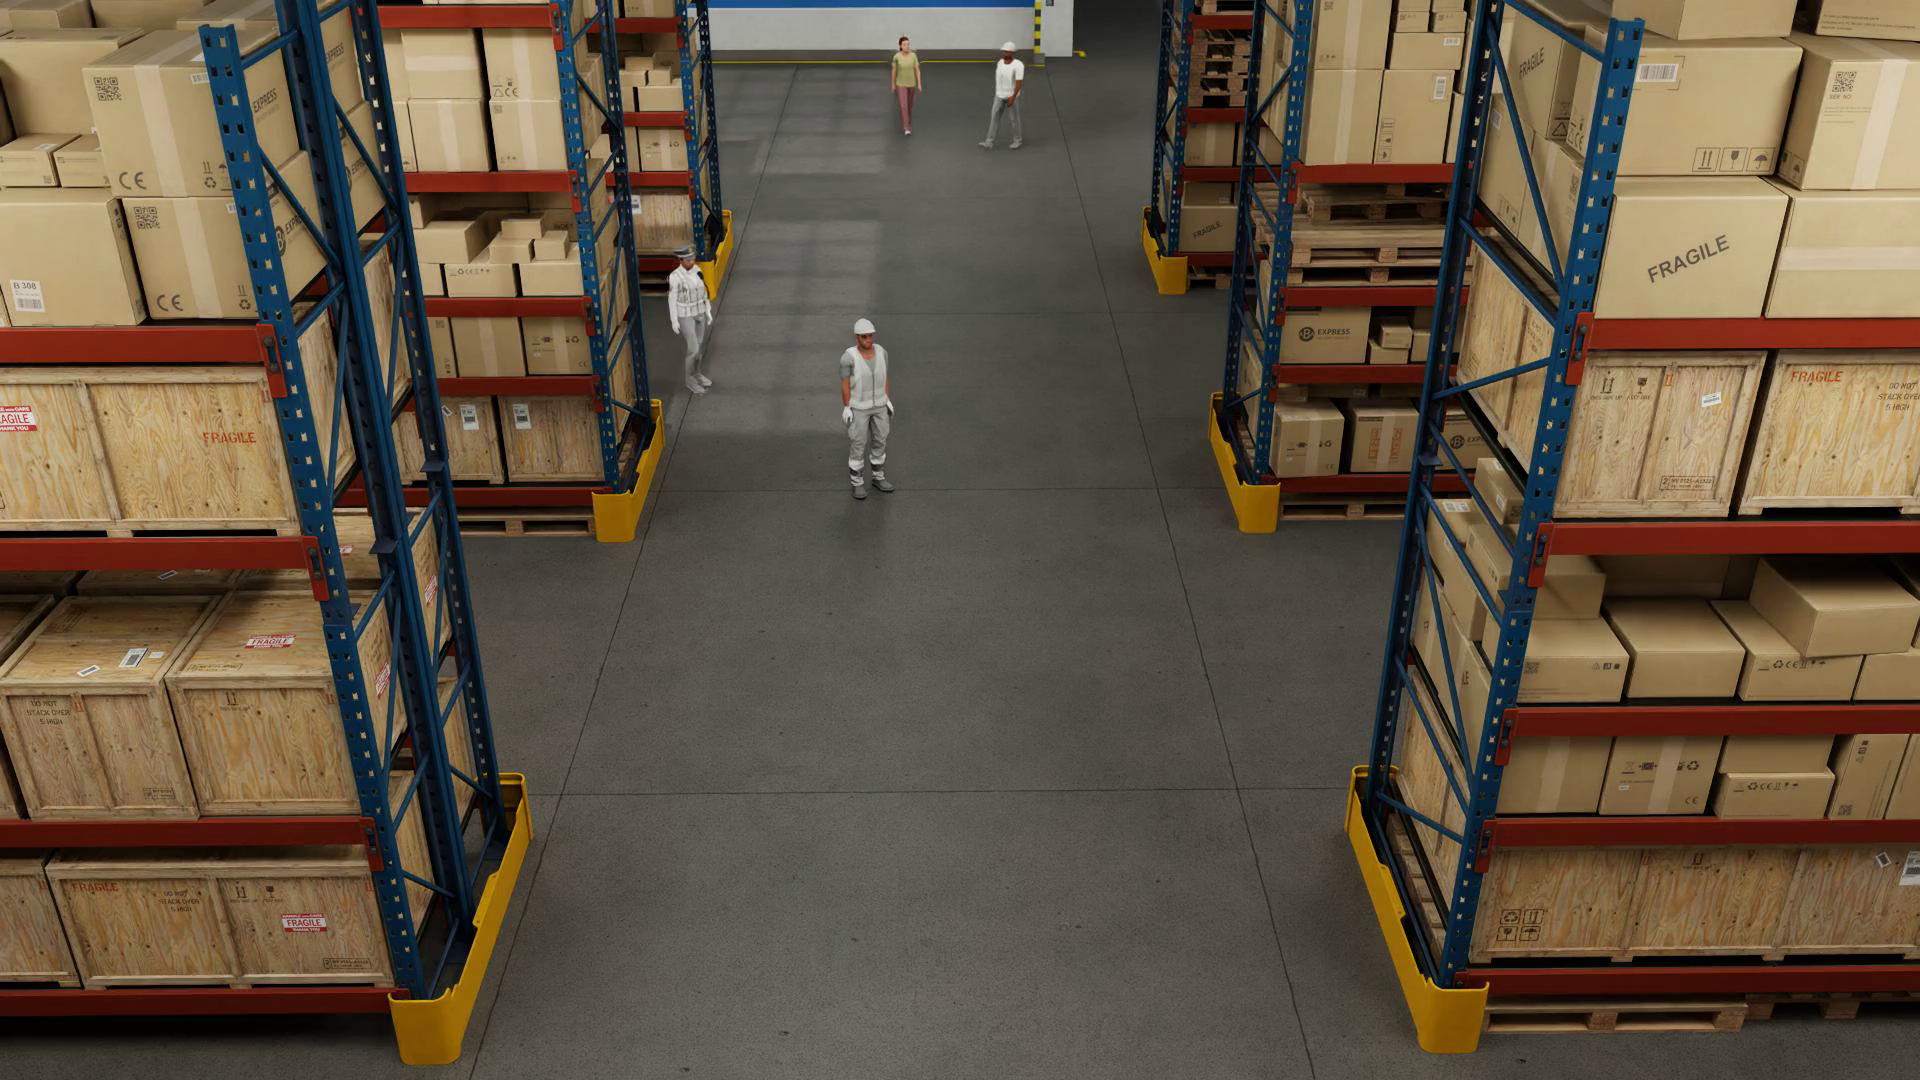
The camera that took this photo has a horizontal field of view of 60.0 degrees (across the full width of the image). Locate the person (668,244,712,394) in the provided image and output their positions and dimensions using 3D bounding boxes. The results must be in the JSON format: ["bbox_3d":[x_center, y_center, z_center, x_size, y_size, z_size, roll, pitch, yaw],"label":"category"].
[{"bbox_3d":[-2.973,-2.497,18.660,0.411,1.695,0.513,20,34,32],"label":"person"}]

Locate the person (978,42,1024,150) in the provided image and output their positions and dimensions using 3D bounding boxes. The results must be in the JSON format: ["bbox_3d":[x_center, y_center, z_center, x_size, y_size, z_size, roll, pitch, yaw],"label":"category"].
[{"bbox_3d":[0.719,-7.323,27.499,0.574,1.739,0.860,20,34,33],"label":"person"}]

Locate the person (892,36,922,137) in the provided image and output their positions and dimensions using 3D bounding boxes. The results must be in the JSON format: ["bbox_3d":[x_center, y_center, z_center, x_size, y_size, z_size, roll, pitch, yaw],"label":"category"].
[{"bbox_3d":[-0.890,-7.754,28.423,0.460,1.632,0.927,-9,30,-16],"label":"person"}]

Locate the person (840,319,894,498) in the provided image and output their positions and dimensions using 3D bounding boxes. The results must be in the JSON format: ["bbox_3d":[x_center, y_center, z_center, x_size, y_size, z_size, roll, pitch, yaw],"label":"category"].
[{"bbox_3d":[-0.894,-1.301,16.301,0.531,1.796,0.378,-15,32,-26],"label":"person"}]
